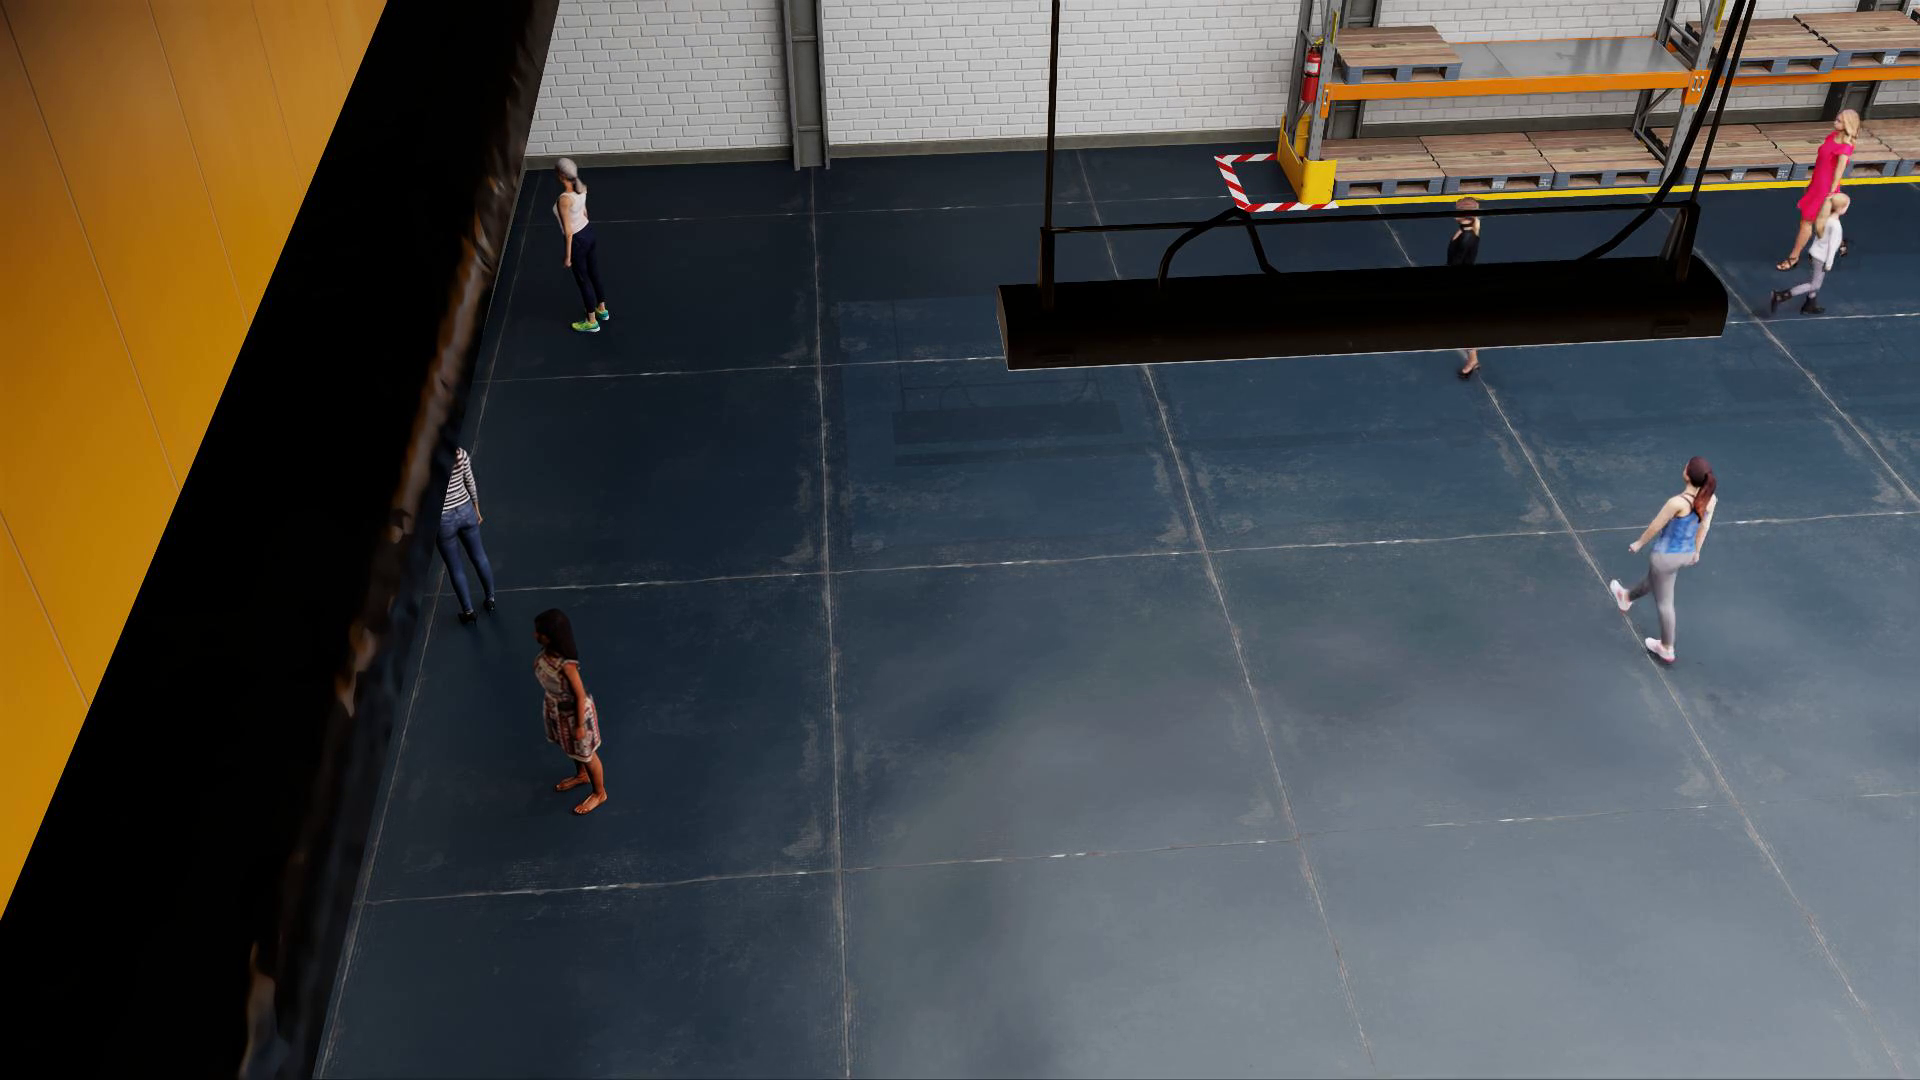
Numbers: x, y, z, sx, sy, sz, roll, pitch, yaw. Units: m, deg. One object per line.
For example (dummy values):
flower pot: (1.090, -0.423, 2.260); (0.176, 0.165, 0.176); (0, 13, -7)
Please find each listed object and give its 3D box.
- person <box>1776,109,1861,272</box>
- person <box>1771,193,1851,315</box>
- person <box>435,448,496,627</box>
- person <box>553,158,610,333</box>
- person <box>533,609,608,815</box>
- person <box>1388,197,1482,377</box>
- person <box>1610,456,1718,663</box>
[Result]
person: (8.499, -3.396, 16.208); (0.951, 1.705, 0.713); (5, 39, 7)
person: (8.033, -2.663, 15.643); (0.845, 1.264, 0.616); (5, 39, 7)
person: (-3.661, -0.121, 12.034); (0.618, 1.794, 0.711); (-28, 47, -31)
person: (-3.512, -2.741, 15.389); (0.650, 1.703, 0.673); (10, 40, 13)
person: (-2.496, 1.072, 10.660); (0.709, 1.645, 0.727); (-23, 44, -26)
person: (4.448, -2.169, 14.664); (1.202, 1.714, 0.924); (13, 40, 16)
person: (5.114, 0.162, 11.862); (1.044, 1.567, 0.839); (-14, 41, -17)
